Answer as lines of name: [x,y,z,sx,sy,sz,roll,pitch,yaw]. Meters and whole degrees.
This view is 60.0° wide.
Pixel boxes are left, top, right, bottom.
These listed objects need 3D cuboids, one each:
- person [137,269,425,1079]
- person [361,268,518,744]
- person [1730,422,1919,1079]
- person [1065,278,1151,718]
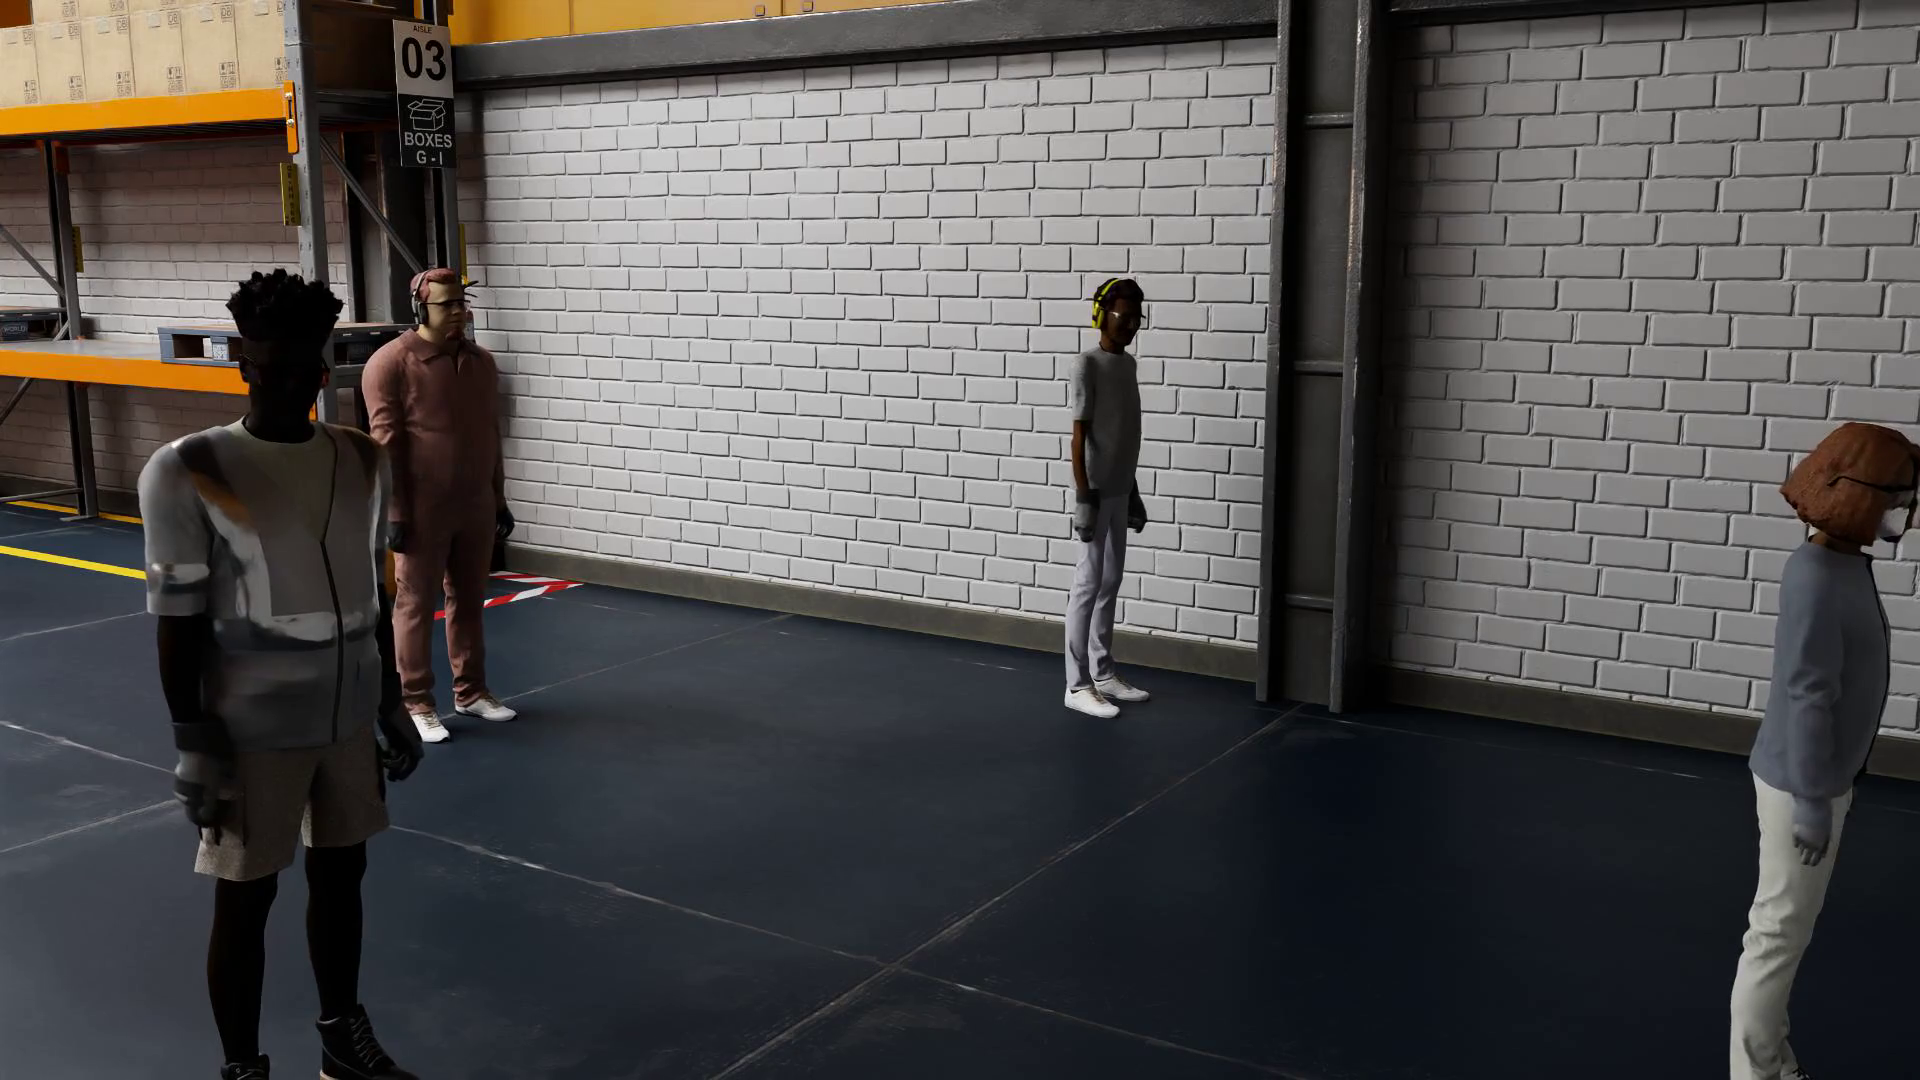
person: [-1.476,0.389,3.701,0.375,1.959,0.600,7,12,33]
person: [-2.092,-0.147,6.814,0.404,1.911,0.636,7,12,33]
person: [1.913,0.551,3.703,0.279,1.633,0.497,7,12,33]
person: [0.643,-0.185,7.152,0.328,1.865,0.517,7,12,33]
